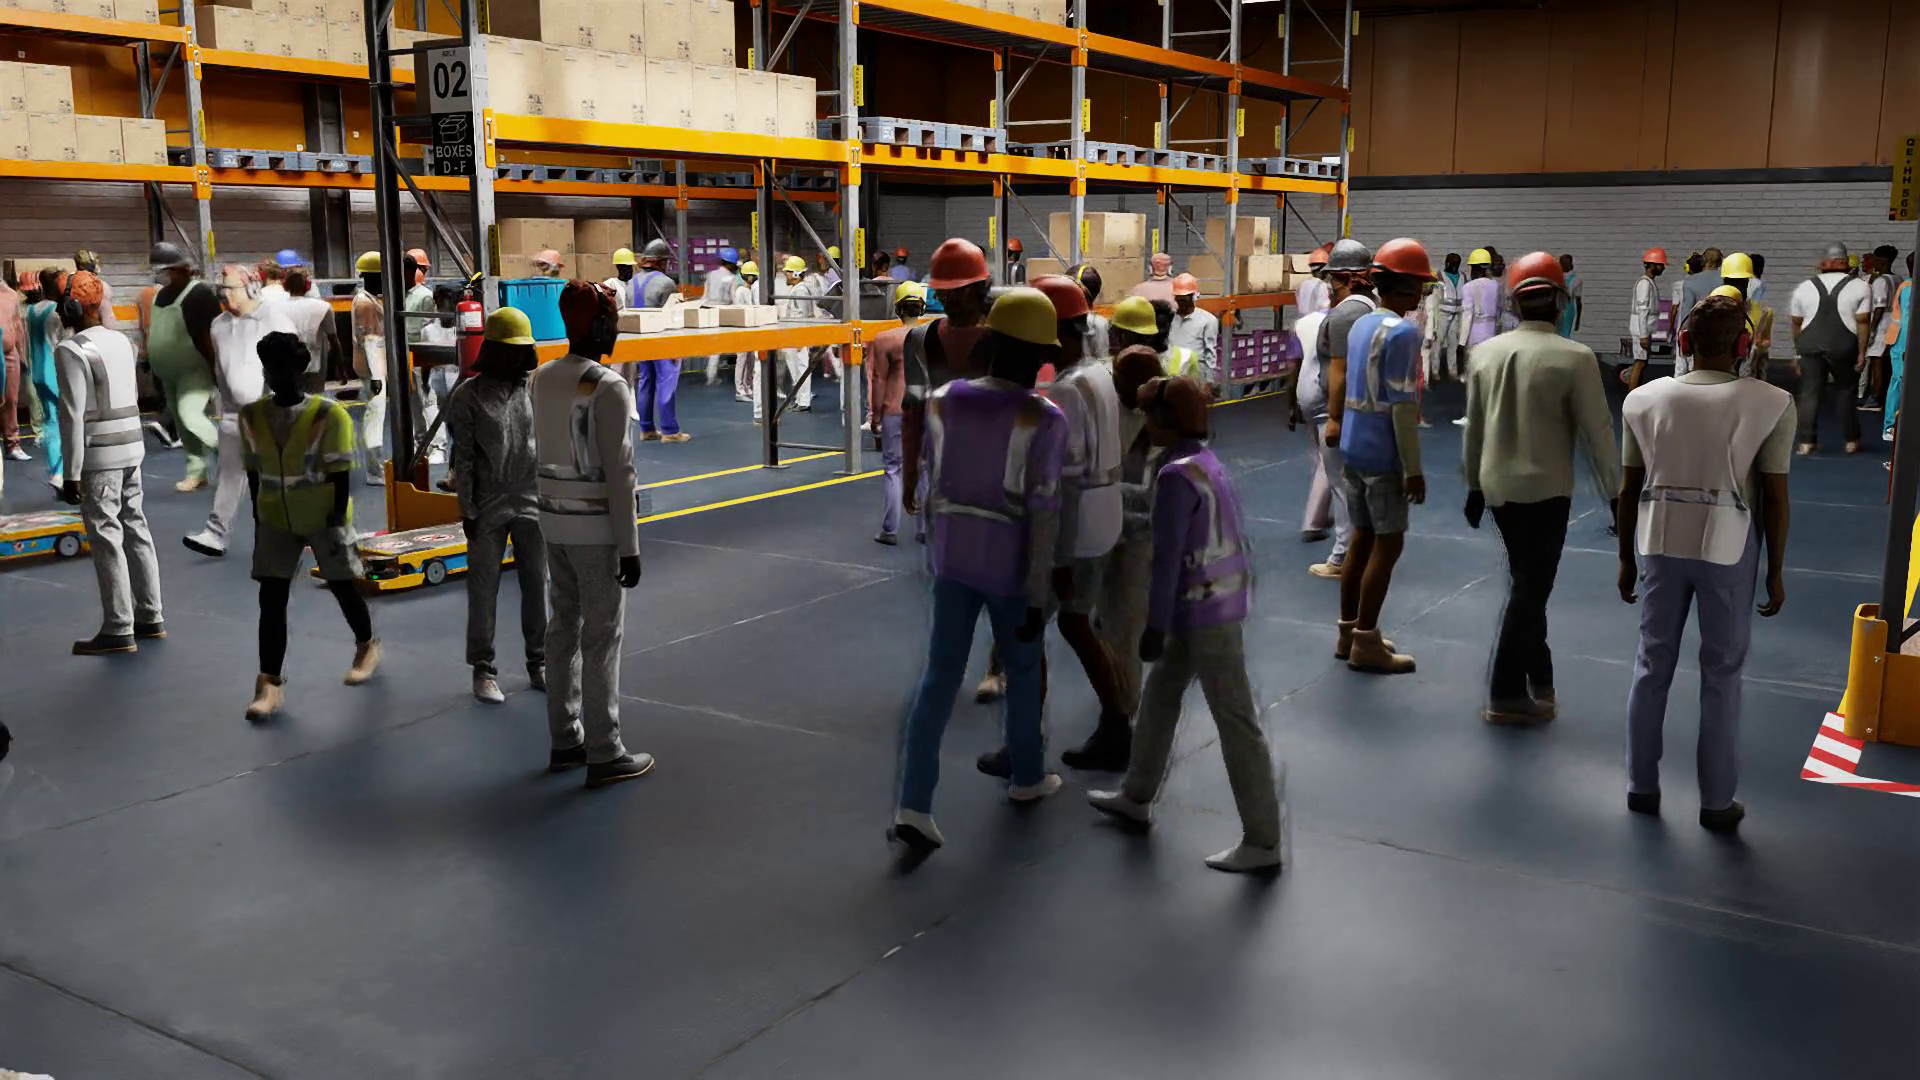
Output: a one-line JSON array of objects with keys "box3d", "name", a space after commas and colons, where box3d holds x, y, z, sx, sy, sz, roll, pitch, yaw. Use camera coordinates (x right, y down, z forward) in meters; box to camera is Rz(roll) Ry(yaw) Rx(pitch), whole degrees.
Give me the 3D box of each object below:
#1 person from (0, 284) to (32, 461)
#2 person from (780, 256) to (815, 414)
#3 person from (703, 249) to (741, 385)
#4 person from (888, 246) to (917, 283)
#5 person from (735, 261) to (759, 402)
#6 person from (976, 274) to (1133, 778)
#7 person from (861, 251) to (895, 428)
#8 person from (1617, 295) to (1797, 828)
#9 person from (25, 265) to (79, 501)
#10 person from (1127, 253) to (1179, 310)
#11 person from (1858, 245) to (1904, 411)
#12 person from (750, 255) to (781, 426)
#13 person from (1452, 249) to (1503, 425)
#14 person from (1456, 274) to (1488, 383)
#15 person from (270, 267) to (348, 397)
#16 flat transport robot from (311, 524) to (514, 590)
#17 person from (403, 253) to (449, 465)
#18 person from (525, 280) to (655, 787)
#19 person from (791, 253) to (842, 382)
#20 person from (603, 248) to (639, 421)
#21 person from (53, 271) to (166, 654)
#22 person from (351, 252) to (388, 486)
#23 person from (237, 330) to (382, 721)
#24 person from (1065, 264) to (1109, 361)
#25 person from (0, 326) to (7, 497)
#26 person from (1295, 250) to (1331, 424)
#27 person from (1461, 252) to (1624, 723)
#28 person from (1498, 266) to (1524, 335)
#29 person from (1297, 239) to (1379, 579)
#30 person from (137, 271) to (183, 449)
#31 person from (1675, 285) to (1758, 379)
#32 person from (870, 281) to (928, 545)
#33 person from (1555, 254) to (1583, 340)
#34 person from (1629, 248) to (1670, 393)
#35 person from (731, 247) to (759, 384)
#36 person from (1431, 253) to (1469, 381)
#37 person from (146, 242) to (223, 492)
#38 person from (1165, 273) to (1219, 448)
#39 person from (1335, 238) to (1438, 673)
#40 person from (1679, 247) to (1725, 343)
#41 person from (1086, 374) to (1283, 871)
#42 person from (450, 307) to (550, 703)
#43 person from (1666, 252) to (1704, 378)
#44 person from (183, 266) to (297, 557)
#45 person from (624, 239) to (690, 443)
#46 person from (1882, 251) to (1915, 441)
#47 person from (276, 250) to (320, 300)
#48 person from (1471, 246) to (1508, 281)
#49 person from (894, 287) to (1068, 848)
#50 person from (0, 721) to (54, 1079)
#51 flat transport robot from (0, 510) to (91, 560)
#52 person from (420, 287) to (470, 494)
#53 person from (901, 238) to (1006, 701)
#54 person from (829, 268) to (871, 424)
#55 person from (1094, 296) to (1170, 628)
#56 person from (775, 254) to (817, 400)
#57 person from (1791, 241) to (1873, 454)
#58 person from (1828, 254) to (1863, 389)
[{"box3d": [-8.776, -1.640, 15.089, 0.406, 1.906, 0.654, 7, 12, 32], "name": "person"}, {"box3d": [-1.898, -2.391, 19.455, 0.404, 1.834, 0.591, -1, 10, -8], "name": "person"}, {"box3d": [-3.332, -3.121, 23.333, 0.606, 1.897, 0.605, 9, 14, 42], "name": "person"}, {"box3d": [-1.002, -4.011, 28.195, 0.550, 1.920, 0.586, 0, 10, 2], "name": "person"}, {"box3d": [-2.639, -2.602, 20.837, 0.338, 1.757, 0.518, 4, 11, 22], "name": "person"}, {"box3d": [0.370, -0.033, 6.210, 0.561, 1.902, 0.556, 4, 11, 23], "name": "person"}, {"box3d": [-0.812, -2.117, 17.739, 0.599, 1.909, 0.397, -9, 14, -41], "name": "person"}, {"box3d": [2.553, 0.079, 5.767, 0.560, 1.836, 0.394, 8, 13, 39], "name": "person"}, {"box3d": [-6.970, -1.207, 12.912, 0.500, 1.829, 0.406, 4, 11, 19], "name": "person"}, {"box3d": [1.920, -1.817, 16.110, 0.661, 1.896, 0.404, 2, 10, 10], "name": "person"}, {"box3d": [10.951, -2.517, 19.781, 0.600, 1.967, 0.368, -9, 13, -40], "name": "person"}, {"box3d": [-2.131, -2.185, 18.171, 0.346, 1.882, 0.578, 0, 10, -3], "name": "person"}, {"box3d": [5.653, -2.211, 18.195, 0.595, 1.925, 0.375, -7, 12, -33], "name": "person"}, {"box3d": [7.153, -2.920, 23.064, 0.509, 1.573, 0.844, -3, 11, -16], "name": "person"}, {"box3d": [-5.638, -1.444, 14.331, 0.589, 1.791, 0.988, -1, 10, -4], "name": "person"}, {"box3d": [-3.149, 0.066, 10.172, 0.652, 0.197, 1.431, 7, 12, 34], "name": "flat transport robot"}, {"box3d": [-4.909, -1.630, 15.051, 0.590, 1.908, 0.404, 9, 13, 40], "name": "person"}, {"box3d": [-1.388, -0.022, 6.207, 0.576, 1.880, 0.352, 10, 14, 44], "name": "person"}, {"box3d": [-2.009, -3.155, 23.688, 0.951, 1.848, 0.580, 5, 12, 27], "name": "person"}, {"box3d": [-3.723, -2.268, 18.508, 0.369, 1.928, 0.586, 6, 12, 31], "name": "person"}, {"box3d": [-4.223, -0.379, 8.204, 0.355, 1.876, 0.574, 1, 10, 3], "name": "person"}, {"box3d": [-4.823, -1.412, 13.772, 0.373, 1.925, 0.590, -3, 11, -16], "name": "person"}, {"box3d": [-2.859, -0.099, 7.272, 0.537, 1.652, 0.874, 1, 10, 5], "name": "person"}, {"box3d": [0.757, -0.766, 10.345, 0.327, 1.874, 0.521, 4, 11, 20], "name": "person"}, {"box3d": [-7.746, -1.176, 12.990, 0.354, 1.737, 0.576, 5, 12, 28], "name": "person"}, {"box3d": [3.914, -2.238, 18.423, 0.505, 1.912, 0.582, -4, 11, -21], "name": "person"}, {"box3d": [2.455, -0.207, 6.981, 0.572, 1.964, 0.710, -6, 12, -28], "name": "person"}, {"box3d": [7.675, -2.966, 23.021, 0.541, 1.696, 0.316, 5, 11, 27], "name": "person"}, {"box3d": [2.303, -0.795, 10.035, 0.536, 2.000, 0.683, 6, 12, 30], "name": "person"}, {"box3d": [-7.660, -1.809, 16.040, 0.606, 1.902, 0.561, 4, 11, 20], "name": "person"}, {"box3d": [4.712, -0.711, 10.396, 0.494, 1.743, 0.308, 9, 14, 41], "name": "person"}, {"box3d": [-0.343, -0.838, 11.078, 0.527, 1.752, 0.338, -4, 11, -22], "name": "person"}, {"box3d": [8.566, -3.156, 23.710, 0.550, 1.822, 0.678, 4, 11, 20], "name": "person"}, {"box3d": [8.052, -2.442, 19.480, 0.385, 1.929, 0.543, 5, 12, 28], "name": "person"}, {"box3d": [-2.979, -3.159, 23.488, 0.643, 1.924, 0.418, 7, 13, 35], "name": "person"}, {"box3d": [7.046, -3.204, 23.949, 0.624, 1.840, 0.429, -2, 10, -12], "name": "person"}, {"box3d": [-6.236, -1.392, 13.346, 0.709, 2.000, 0.544, 6, 12, 30], "name": "person"}, {"box3d": [1.904, -1.381, 14.104, 0.566, 1.744, 0.350, 7, 12, 33], "name": "person"}, {"box3d": [2.010, -0.395, 7.851, 0.422, 2.034, 0.621, -1, 10, -6], "name": "person"}, {"box3d": [8.688, -2.426, 19.359, 0.631, 1.940, 0.372, 1, 10, 3], "name": "person"}, {"box3d": [0.752, 0.255, 5.481, 0.741, 1.583, 0.539, 3, 11, 15], "name": "person"}, {"box3d": [-1.969, -0.152, 7.325, 0.486, 1.738, 0.320, -7, 13, -35], "name": "person"}, {"box3d": [8.654, -2.456, 19.701, 0.514, 1.876, 0.328, 2, 11, 13], "name": "person"}, {"box3d": [-4.594, -0.832, 10.748, 0.639, 1.849, 1.009, 2, 10, 12], "name": "person"}, {"box3d": [-3.009, -2.004, 16.736, 0.701, 2.000, 0.535, 8, 13, 39], "name": "person"}, {"box3d": [9.560, -1.957, 16.814, 0.391, 1.920, 0.587, 6, 12, 30], "name": "person"}, {"box3d": [-7.327, -2.206, 18.209, 0.611, 1.901, 0.939, 5, 11, 26], "name": "person"}, {"box3d": [8.408, -3.713, 26.515, 0.627, 1.933, 0.368, -2, 10, -12], "name": "person"}, {"box3d": [0.080, 0.088, 5.636, 0.588, 1.875, 1.000, 6, 12, 29], "name": "person"}, {"box3d": [-2.484, 0.413, 3.760, 0.921, 1.880, 0.598, 0, 10, 0], "name": "person"}, {"box3d": [-6.109, 0.011, 10.476, 0.652, 0.197, 1.431, 7, 12, 33], "name": "flat transport robot"}, {"box3d": [-4.093, -1.196, 13.354, 0.562, 1.636, 0.943, 3, 11, 14], "name": "person"}, {"box3d": [0.021, -0.302, 7.340, 0.613, 2.033, 0.412, 4, 11, 20], "name": "person"}, {"box3d": [-1.134, -2.180, 18.100, 0.598, 1.906, 0.404, -4, 11, -22], "name": "person"}, {"box3d": [0.871, -0.347, 8.371, 0.544, 1.732, 0.672, -7, 13, -35], "name": "person"}, {"box3d": [-2.144, -2.687, 21.085, 0.969, 1.846, 0.657, 10, 14, 43], "name": "person"}, {"box3d": [8.333, -1.844, 15.851, 0.705, 2.000, 0.810, 8, 13, 39], "name": "person"}, {"box3d": [12.093, -2.967, 22.671, 0.403, 1.826, 0.592, 6, 12, 31], "name": "person"}]
